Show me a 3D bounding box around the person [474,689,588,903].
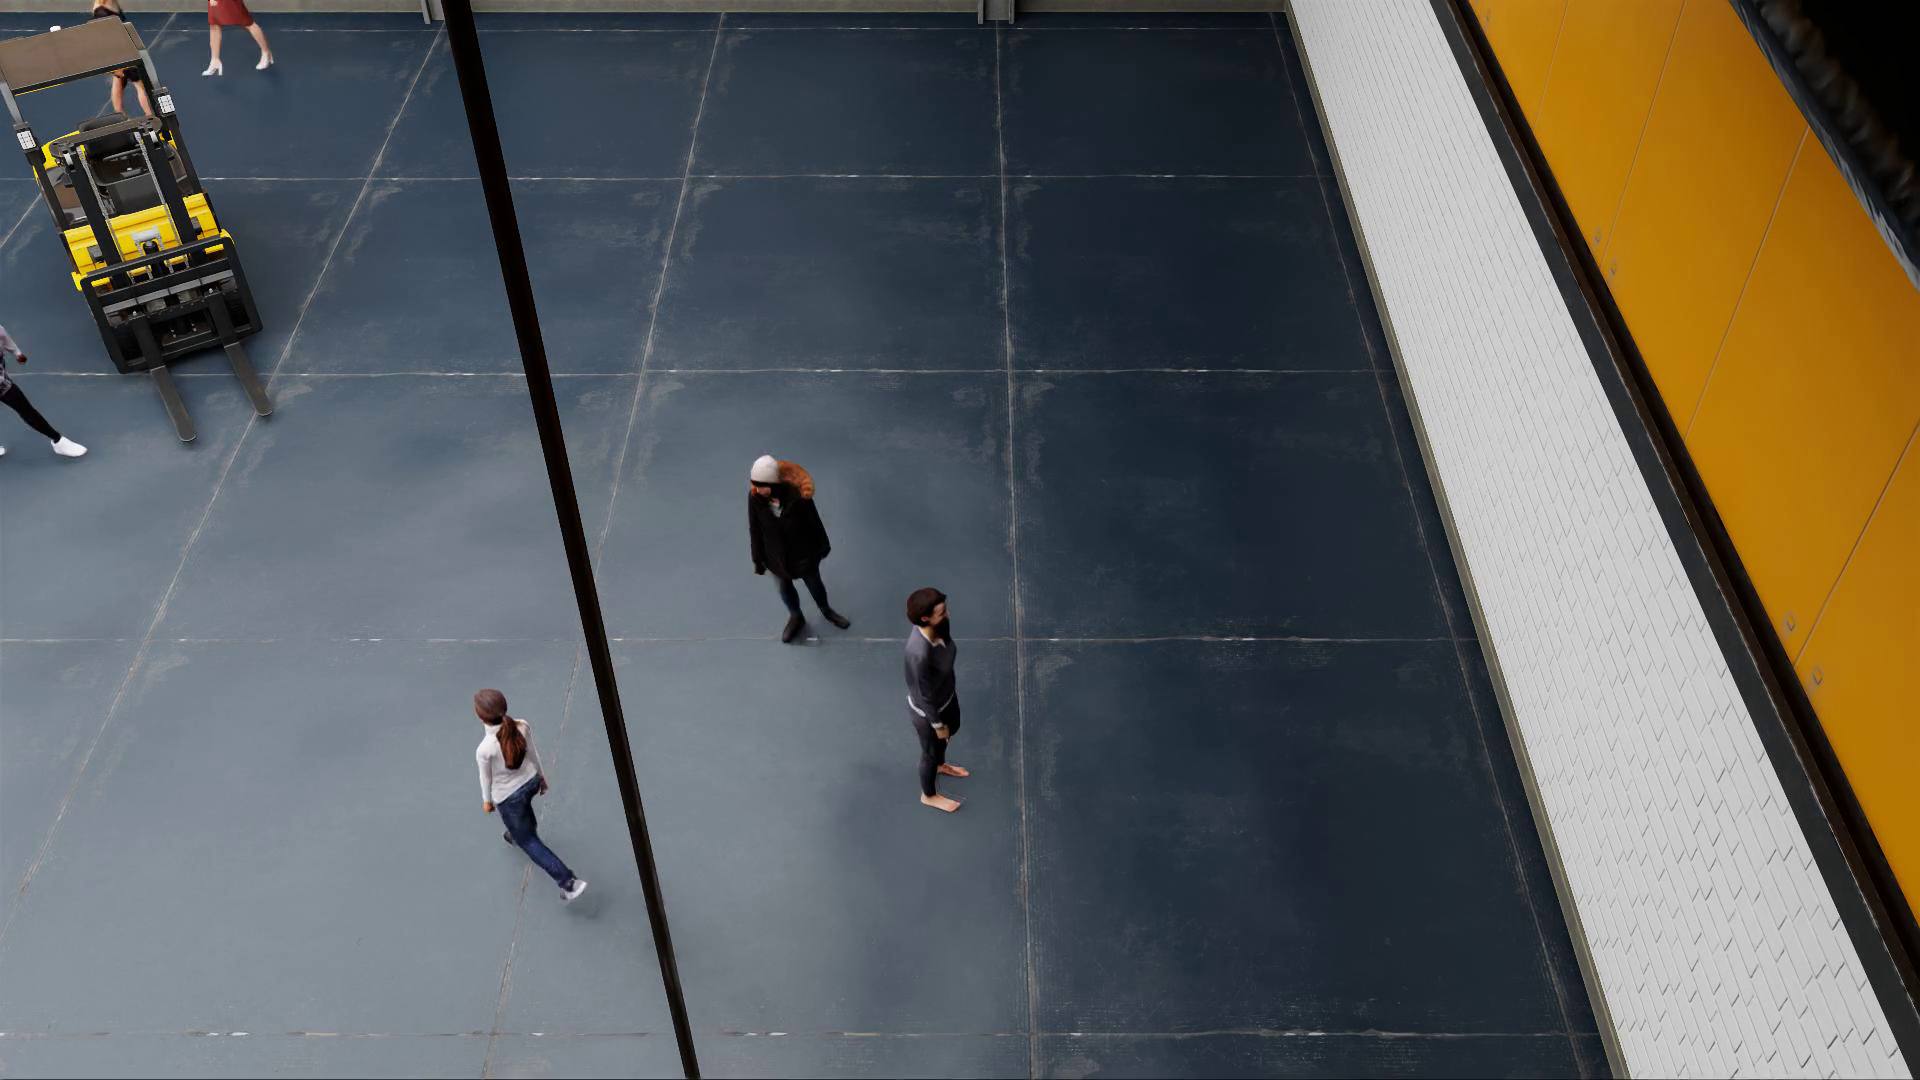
[{"bbox_3d":[-2.478,1.474,9.495,1.052,1.531,0.864,25,49,24],"label":"person"}]

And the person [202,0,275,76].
[{"bbox_3d":[-7.275,-5.499,16.679,1.058,1.718,0.949,-29,51,-27],"label":"person"}]

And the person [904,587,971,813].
[{"bbox_3d":[-0.199,0.944,9.880,0.640,1.768,0.675,8,44,8],"label":"person"}]

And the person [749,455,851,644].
[{"bbox_3d":[-1.079,0.037,10.947,0.506,1.608,0.806,-9,44,-9],"label":"person"}]

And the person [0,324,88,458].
[{"bbox_3d":[-7.221,-1.234,12.188,1.129,1.737,0.733,-4,44,-4],"label":"person"}]

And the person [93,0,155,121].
[{"bbox_3d":[-8.011,-4.591,15.776,0.823,1.648,0.683,-14,45,-15],"label":"person"}]
